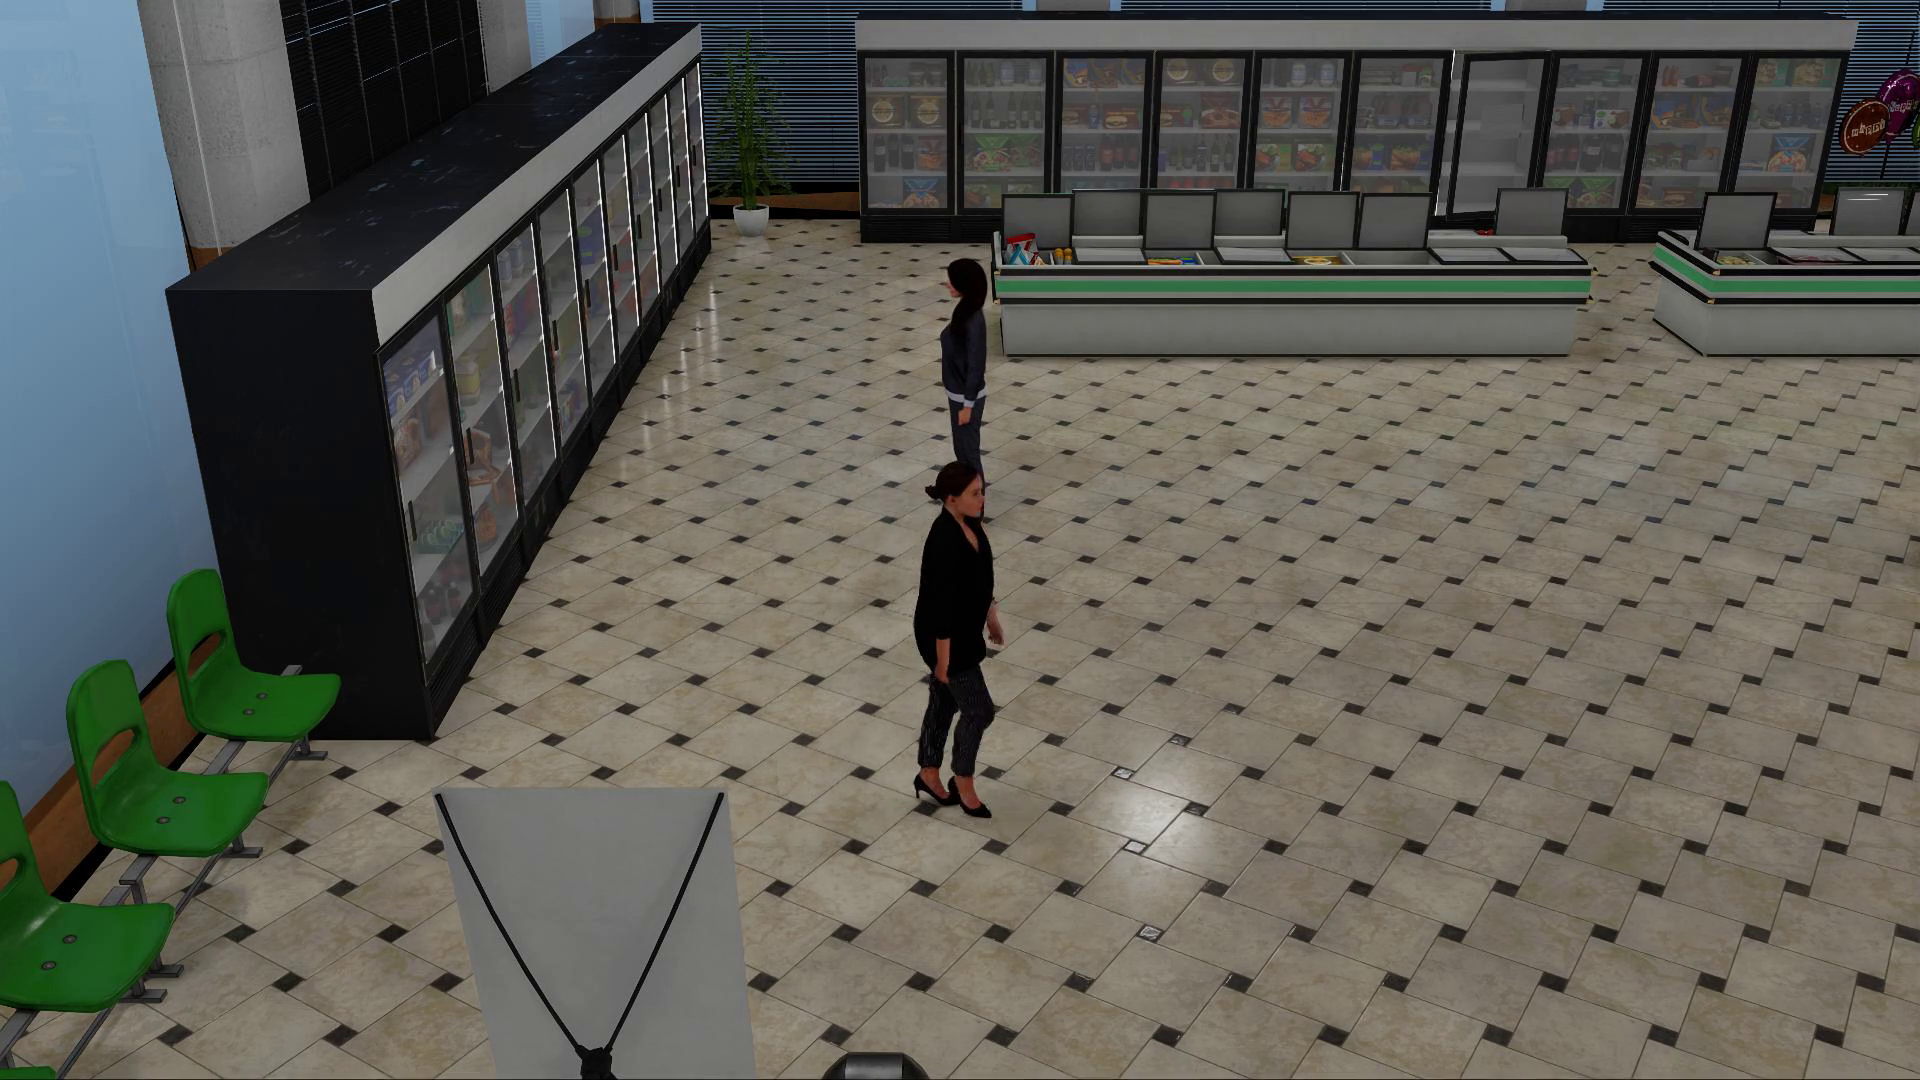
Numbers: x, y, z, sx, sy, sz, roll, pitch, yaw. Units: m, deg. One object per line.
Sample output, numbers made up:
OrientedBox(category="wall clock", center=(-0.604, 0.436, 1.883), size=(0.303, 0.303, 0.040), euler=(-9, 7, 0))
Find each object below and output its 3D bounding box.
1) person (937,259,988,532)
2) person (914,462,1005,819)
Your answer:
OrientedBox(category="person", center=(0.039, -0.902, 10.417), size=(0.567, 1.771, 0.644), euler=(-4, 24, -8))
OrientedBox(category="person", center=(-0.117, 0.447, 7.414), size=(0.671, 1.706, 0.689), euler=(3, 24, 8))
